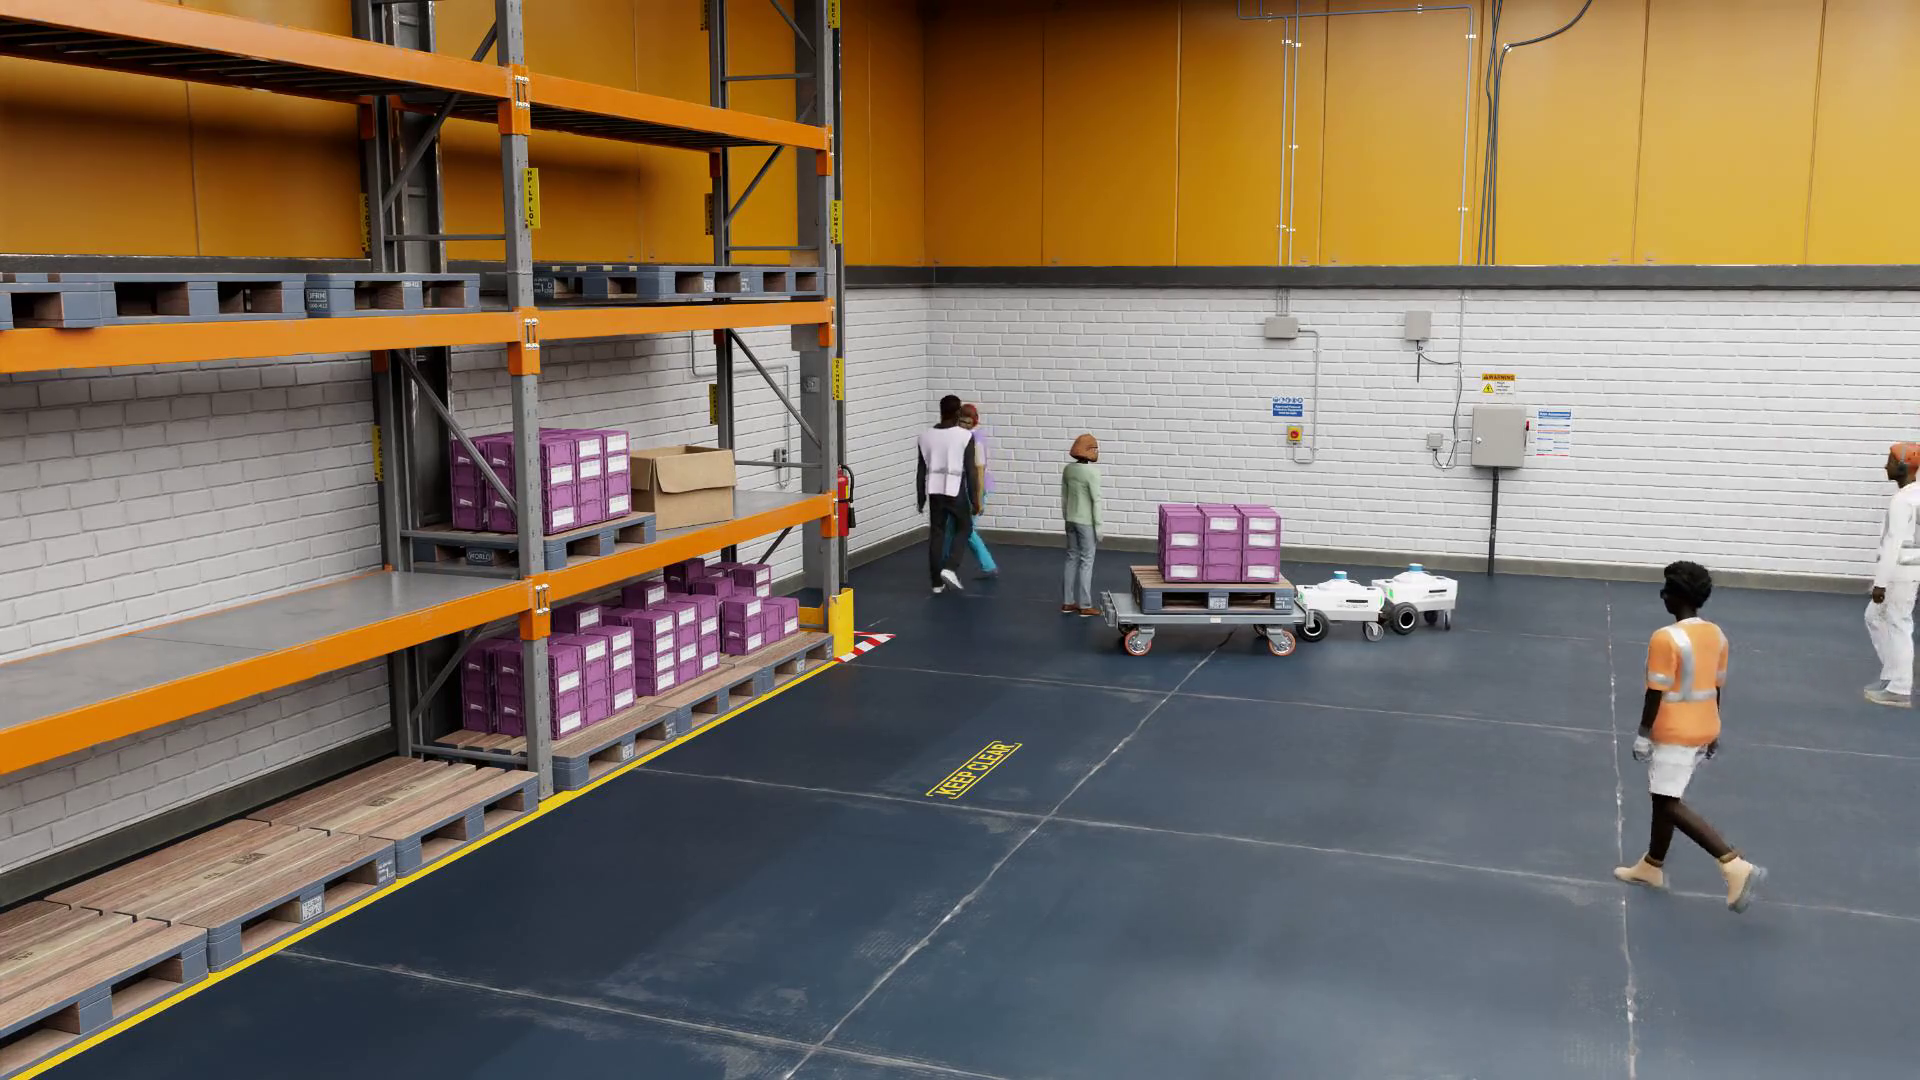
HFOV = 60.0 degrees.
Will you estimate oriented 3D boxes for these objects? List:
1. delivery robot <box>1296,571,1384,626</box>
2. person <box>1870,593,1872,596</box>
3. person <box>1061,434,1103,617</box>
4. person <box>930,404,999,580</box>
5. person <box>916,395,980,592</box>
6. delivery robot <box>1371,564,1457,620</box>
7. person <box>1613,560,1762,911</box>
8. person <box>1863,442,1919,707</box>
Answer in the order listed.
[{"bbox_3d":[3.173,0.506,13.897,0.707,0.478,0.477,1,9,7],"label":"delivery robot"},{"bbox_3d":[8.728,-0.241,14.811,0.989,1.866,0.654,3,10,19],"label":"person"},{"bbox_3d":[1.095,-0.136,14.842,0.265,1.632,0.507,-6,11,-34],"label":"person"},{"bbox_3d":[0.063,-0.466,16.460,0.613,1.793,0.639,-3,10,-18],"label":"person"},{"bbox_3d":[-0.129,-0.423,15.804,0.668,1.904,0.460,4,10,22],"label":"person"},{"bbox_3d":[3.900,0.446,14.273,0.707,0.478,0.477,-3,9,-19],"label":"delivery robot"},{"bbox_3d":[3.529,0.939,7.975,0.534,1.669,0.712,-7,12,-39],"label":"person"},{"bbox_3d":[6.549,0.243,11.715,0.494,1.870,0.604,8,12,41],"label":"person"}]
